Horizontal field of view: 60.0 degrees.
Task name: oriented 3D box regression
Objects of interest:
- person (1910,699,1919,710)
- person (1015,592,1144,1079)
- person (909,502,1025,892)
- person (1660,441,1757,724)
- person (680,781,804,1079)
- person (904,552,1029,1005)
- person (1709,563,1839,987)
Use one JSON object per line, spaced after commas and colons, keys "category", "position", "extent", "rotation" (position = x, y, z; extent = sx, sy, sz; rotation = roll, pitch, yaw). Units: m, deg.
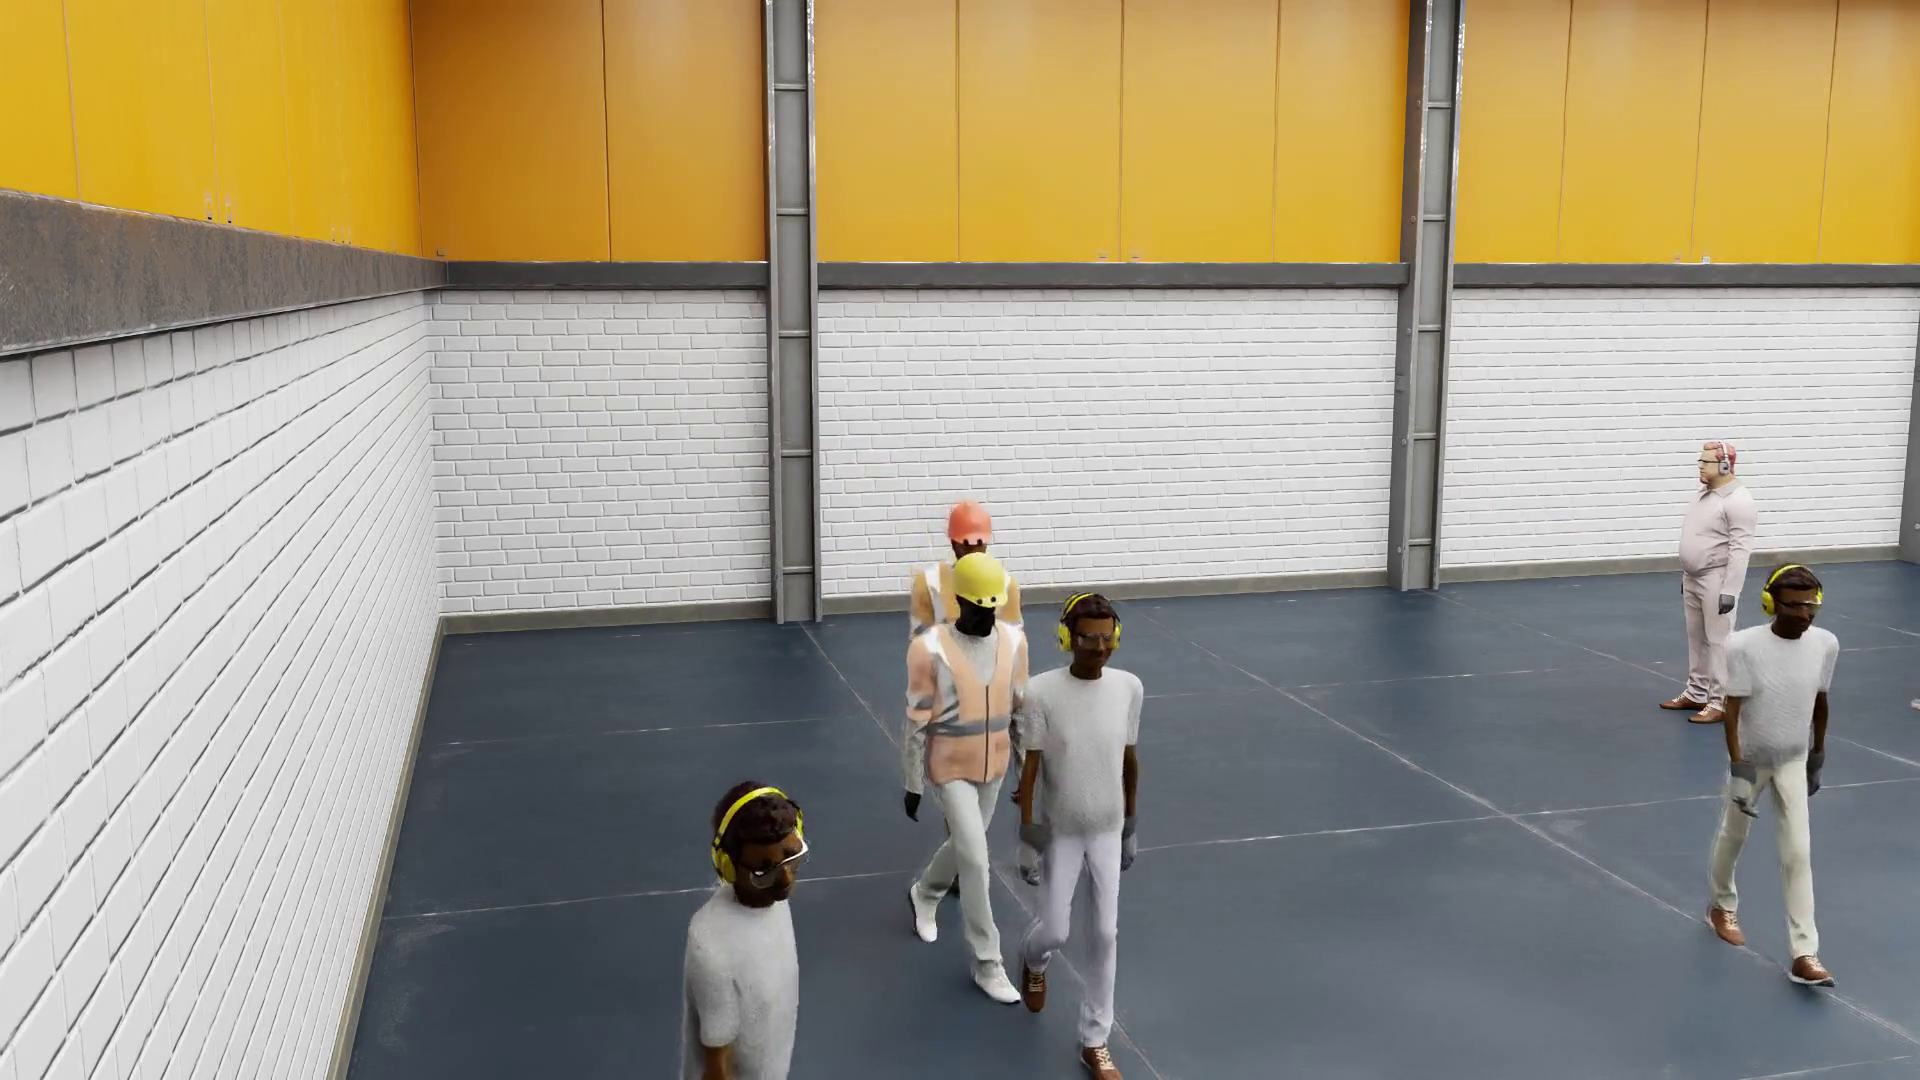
{"category": "person", "position": [6.944, 0.303, 11.291], "extent": [0.631, 1.860, 0.616], "rotation": [3, 9, 16]}
{"category": "person", "position": [0.443, 1.093, 6.386], "extent": [0.524, 1.856, 0.702], "rotation": [-2, 9, -15]}
{"category": "person", "position": [0.060, 0.772, 8.188], "extent": [0.580, 1.912, 0.750], "rotation": [-2, 9, -14]}
{"category": "person", "position": [5.078, 0.281, 11.284], "extent": [0.407, 1.908, 0.641], "rotation": [-1, 9, -5]}
{"category": "person", "position": [-0.532, 1.455, 4.198], "extent": [0.436, 1.826, 0.583], "rotation": [2, 9, 13]}
{"category": "person", "position": [0.006, 0.952, 7.221], "extent": [0.590, 1.878, 0.962], "rotation": [-6, 11, -33]}
{"category": "person", "position": [3.542, 0.985, 7.208], "extent": [0.516, 1.806, 0.971], "rotation": [0, 9, 3]}
